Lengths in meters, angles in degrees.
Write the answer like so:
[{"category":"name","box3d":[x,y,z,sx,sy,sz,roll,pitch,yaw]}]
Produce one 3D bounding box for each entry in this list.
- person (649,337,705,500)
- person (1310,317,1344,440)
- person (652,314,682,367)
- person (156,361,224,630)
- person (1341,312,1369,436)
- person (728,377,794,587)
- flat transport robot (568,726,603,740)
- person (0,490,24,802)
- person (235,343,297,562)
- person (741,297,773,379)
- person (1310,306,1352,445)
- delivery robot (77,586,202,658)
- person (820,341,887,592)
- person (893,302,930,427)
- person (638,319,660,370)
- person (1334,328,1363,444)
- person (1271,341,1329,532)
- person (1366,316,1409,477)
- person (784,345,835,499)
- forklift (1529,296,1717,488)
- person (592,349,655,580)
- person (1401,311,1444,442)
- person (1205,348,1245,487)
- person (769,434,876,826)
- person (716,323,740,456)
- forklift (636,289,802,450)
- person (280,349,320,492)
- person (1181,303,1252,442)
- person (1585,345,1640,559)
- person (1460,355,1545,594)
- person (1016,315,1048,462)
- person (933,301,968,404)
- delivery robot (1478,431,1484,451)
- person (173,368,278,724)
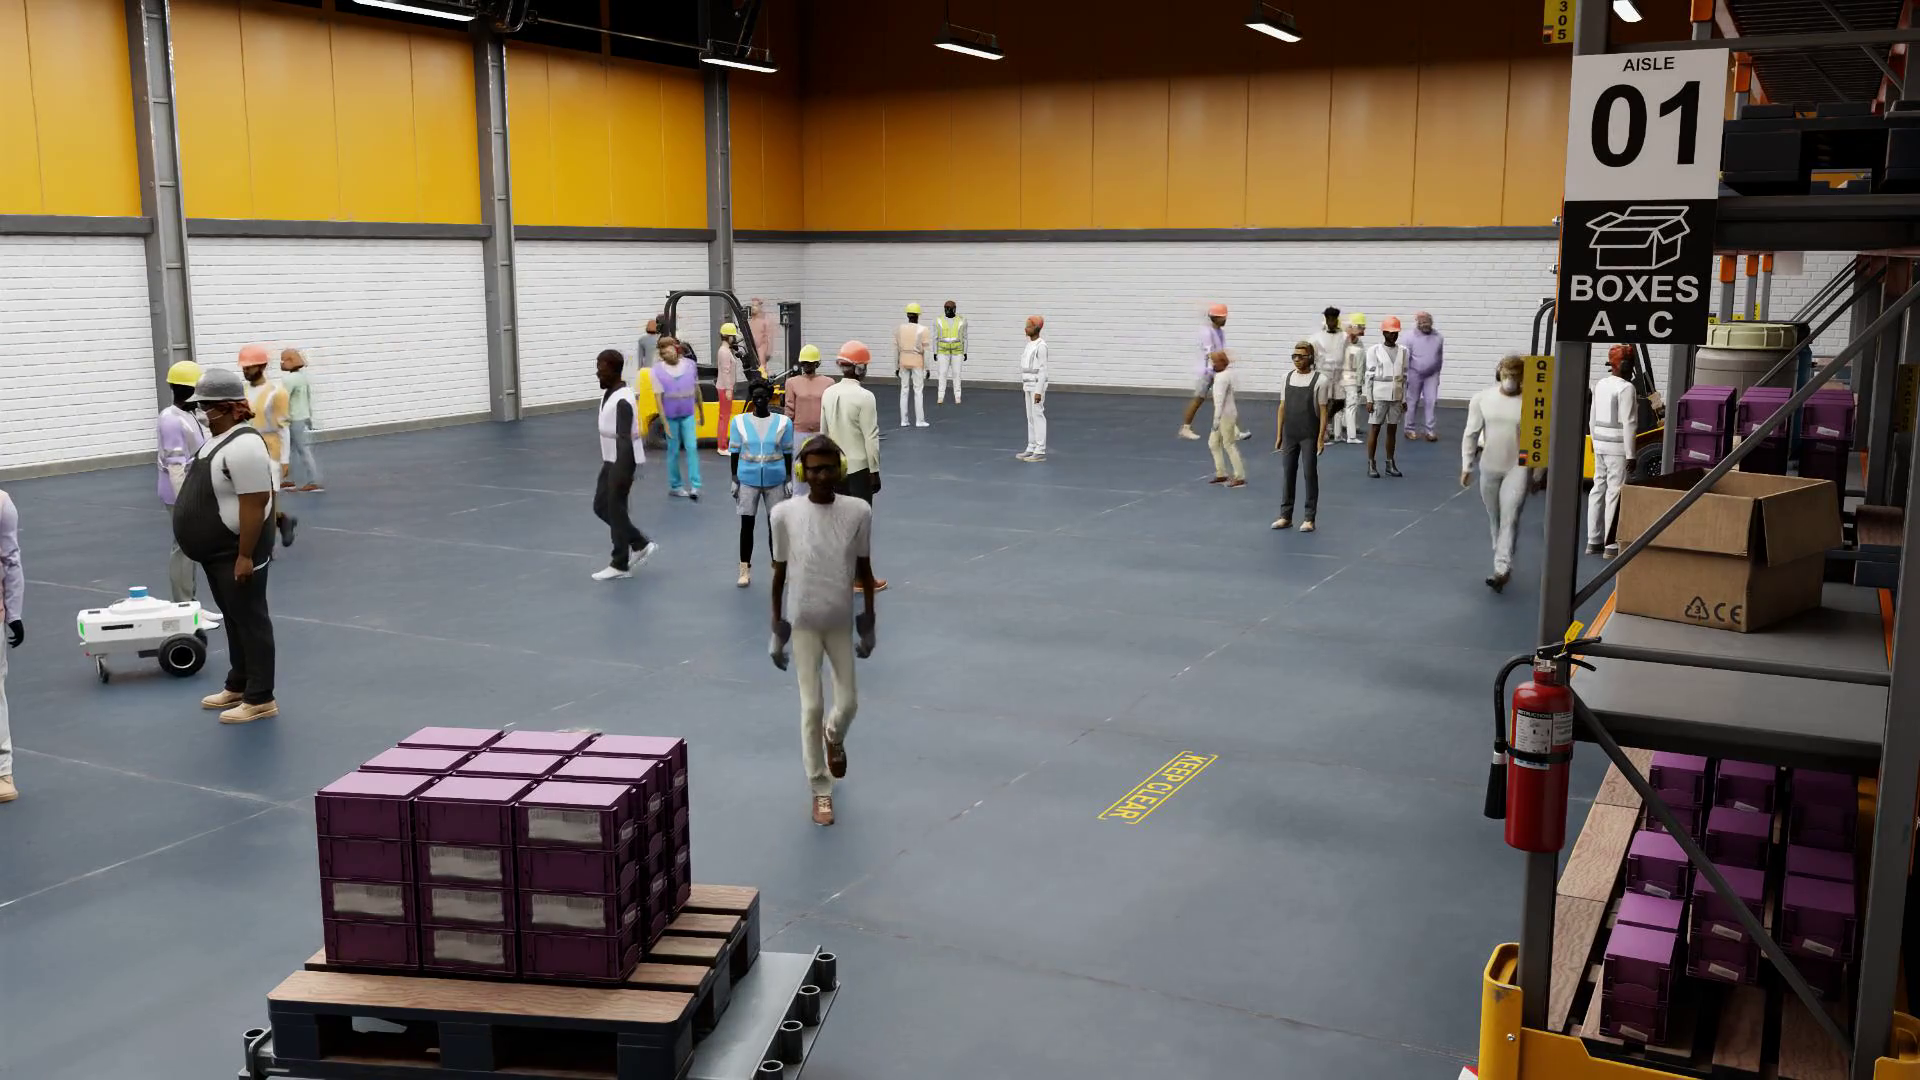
[{"category":"person","box3d":[-3.031,-1.305,18.025,0.645,1.786,0.812,-5,11,-25]},{"category":"person","box3d":[5.157,-2.268,23.545,0.776,1.808,0.406,-7,12,-35]},{"category":"person","box3d":[-4.352,-2.366,24.128,0.946,1.798,0.645,-5,11,-26]},{"category":"person","box3d":[-5.528,-0.320,11.928,0.383,1.921,0.585,-3,10,-15]},{"category":"person","box3d":[5.772,-2.419,24.340,0.424,1.820,0.618,4,11,24]},{"category":"person","box3d":[-1.599,-0.466,13.418,0.531,1.697,0.320,-1,10,-8]},{"category":"flat transport robot","box3d":[-2.032,1.187,7.978,0.652,0.197,1.431,5,11,27]},{"category":"person","box3d":[-4.880,0.387,8.063,0.620,1.845,0.430,-5,11,-27]},{"category":"person","box3d":[-6.058,-0.767,14.533,0.552,1.917,0.700,2,10,14]},{"category":"person","box3d":[-3.657,-3.385,29.747,0.674,1.891,0.425,6,11,30]},{"category":"person","box3d":[5.197,-2.323,23.456,0.623,1.945,0.611,-2,10,-9]},{"category":"delivery robot","box3d":[-5.233,0.541,10.623,0.707,0.478,0.477,-4,11,-23]},{"category":"person","box3d":[-0.844,-0.585,13.251,0.393,1.991,0.626,-10,14,-44]},{"category":"person","box3d":[-0.728,-2.700,25.699,0.594,1.922,0.386,4,10,21]},{"category":"person","box3d":[-4.939,-2.755,26.897,0.511,1.621,0.382,4,10,20]},{"category":"person","box3d":[5.478,-2.174,23.487,0.315,1.636,0.515,-6,12,-32]},{"category":"person","box3d":[3.297,-1.001,16.090,0.504,1.847,0.345,7,12,35]},{"category":"person","box3d":[5.130,-1.714,19.951,0.544,1.939,0.354,-2,10,-13]},{"category":"person","box3d":[-1.513,-1.098,16.886,0.533,1.765,0.322,-1,10,-8]},{"category":"forklift","box3d":[7.296,-1.677,18.993,2.313,2.155,1.214,5,11,27]},{"category":"person","box3d":[-2.820,-0.621,13.700,0.449,1.906,0.627,-4,11,-23]},{"category":"person","box3d":[6.587,-2.317,23.678,0.667,1.861,0.892,-1,10,-4]},{"category":"person","box3d":[3.033,-1.392,19.026,0.556,1.602,0.514,1,10,3]},{"category":"person","box3d":[-0.673,0.397,8.009,0.527,1.848,0.640,-2,10,-12]},{"category":"person","box3d":[-3.073,-1.995,22.081,0.329,1.765,0.533,-2,10,-10]},{"category":"forklift","box3d":[-3.358,-2.392,23.136,2.313,2.155,1.214,-1,10,-5]},{"category":"person","box3d":[-7.548,-1.334,18.683,0.675,1.608,0.514,-1,10,-4]},{"category":"person","box3d":[3.624,-2.375,23.678,1.100,1.984,0.612,8,13,39]},{"category":"person","box3d":[5.779,-0.778,14.688,0.354,1.883,0.573,-2,10,-12]},{"category":"person","box3d":[4.320,-0.527,13.243,0.627,1.872,1.041,6,11,31]},{"category":"person","box3d":[0.950,-1.951,21.481,0.355,1.885,0.576,-3,10,-17]},{"category":"person","box3d":[-0.174,-3.349,29.707,0.633,1.837,0.429,0,10,0]},{"category":"delivery robot","box3d":[6.947,-1.346,21.547,0.477,0.478,0.707,-4,11,-23]},{"category":"person","box3d":[-4.232,0.025,9.586,0.537,2.000,0.682,-7,12,-36]}]
